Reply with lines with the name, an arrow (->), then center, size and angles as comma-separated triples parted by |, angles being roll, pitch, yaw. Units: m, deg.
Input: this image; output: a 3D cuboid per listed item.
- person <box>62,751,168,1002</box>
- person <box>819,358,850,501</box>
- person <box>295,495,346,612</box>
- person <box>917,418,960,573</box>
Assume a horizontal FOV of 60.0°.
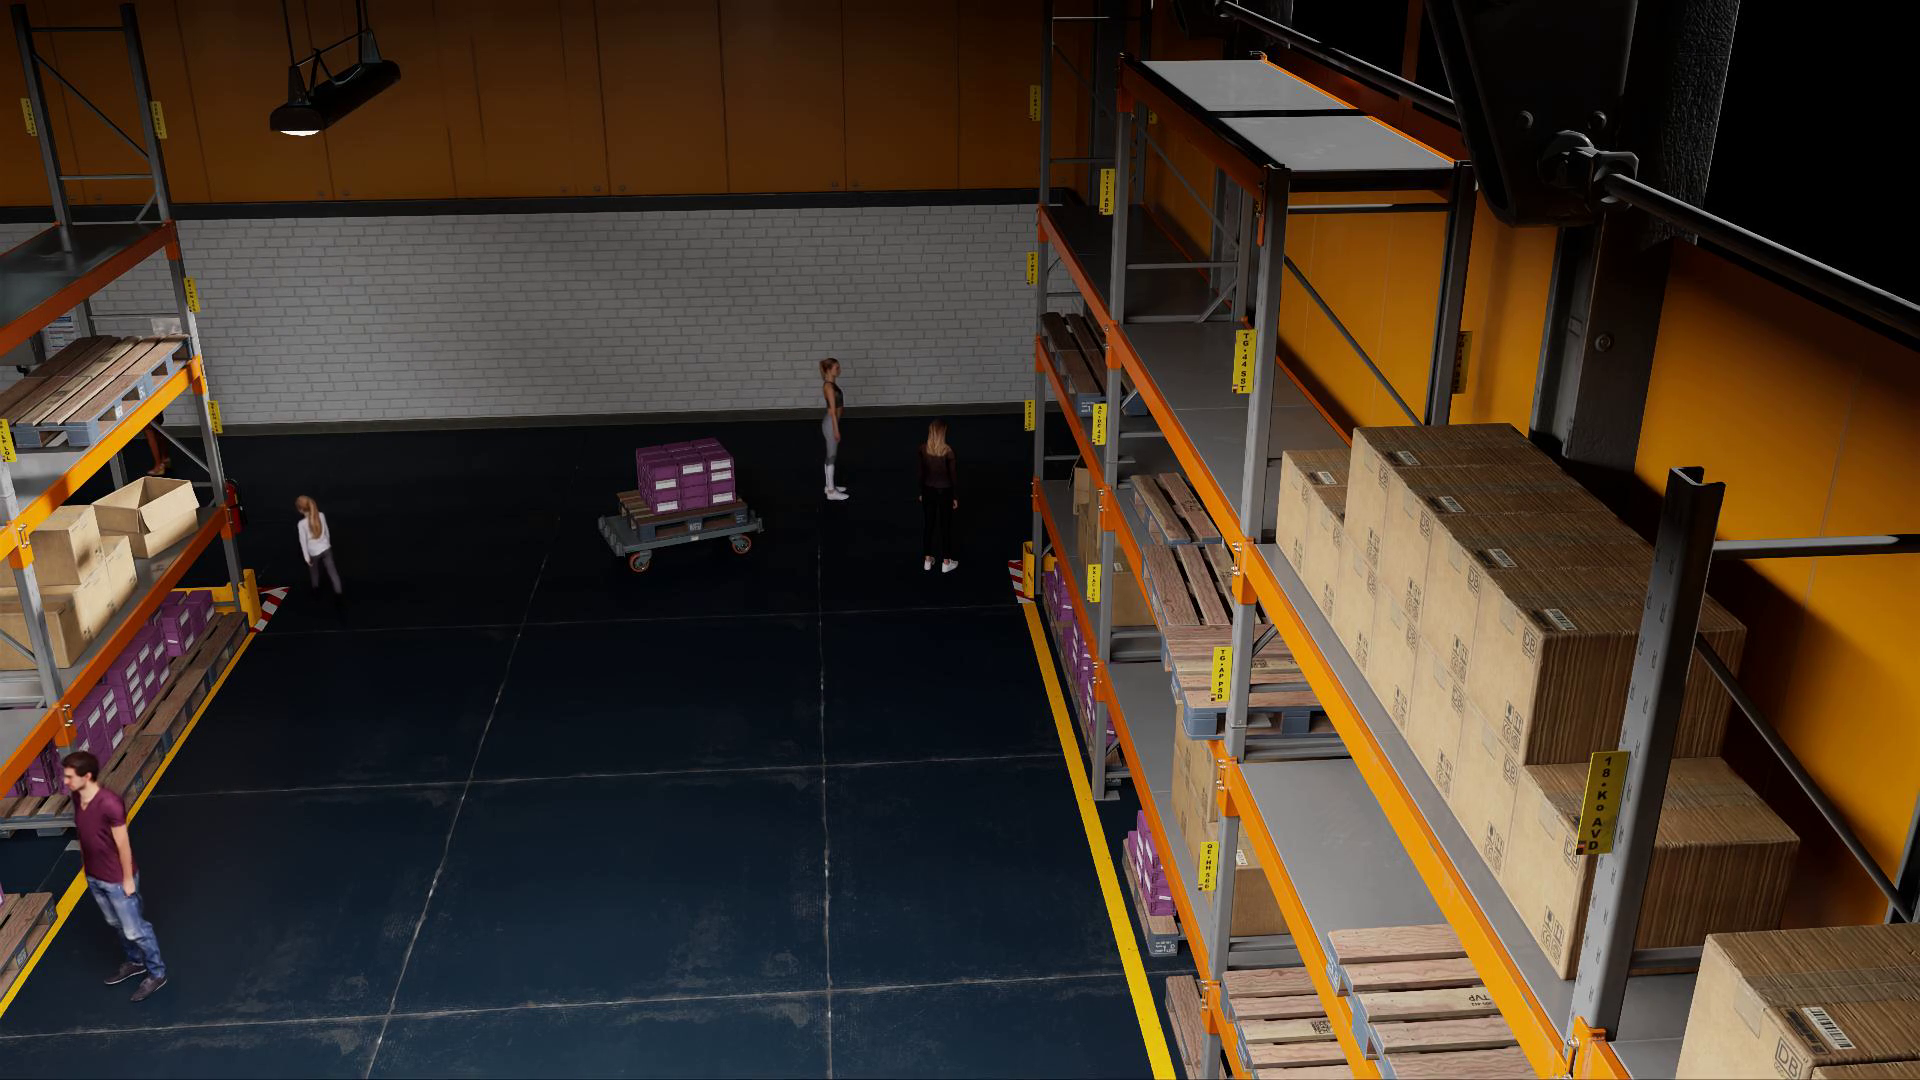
person -> -5.772, 2.237, 11.334 | 0.737, 1.849, 0.760 | 13, 27, 27
person -> -1.522, -1.329, 19.671 | 0.621, 1.706, 0.452 | -3, 24, -6
person -> -6.456, 0.153, 16.852 | 0.827, 1.248, 0.969 | -19, 30, -37
person -> -0.241, -0.483, 17.739 | 0.677, 1.703, 0.666 | 10, 26, 22
